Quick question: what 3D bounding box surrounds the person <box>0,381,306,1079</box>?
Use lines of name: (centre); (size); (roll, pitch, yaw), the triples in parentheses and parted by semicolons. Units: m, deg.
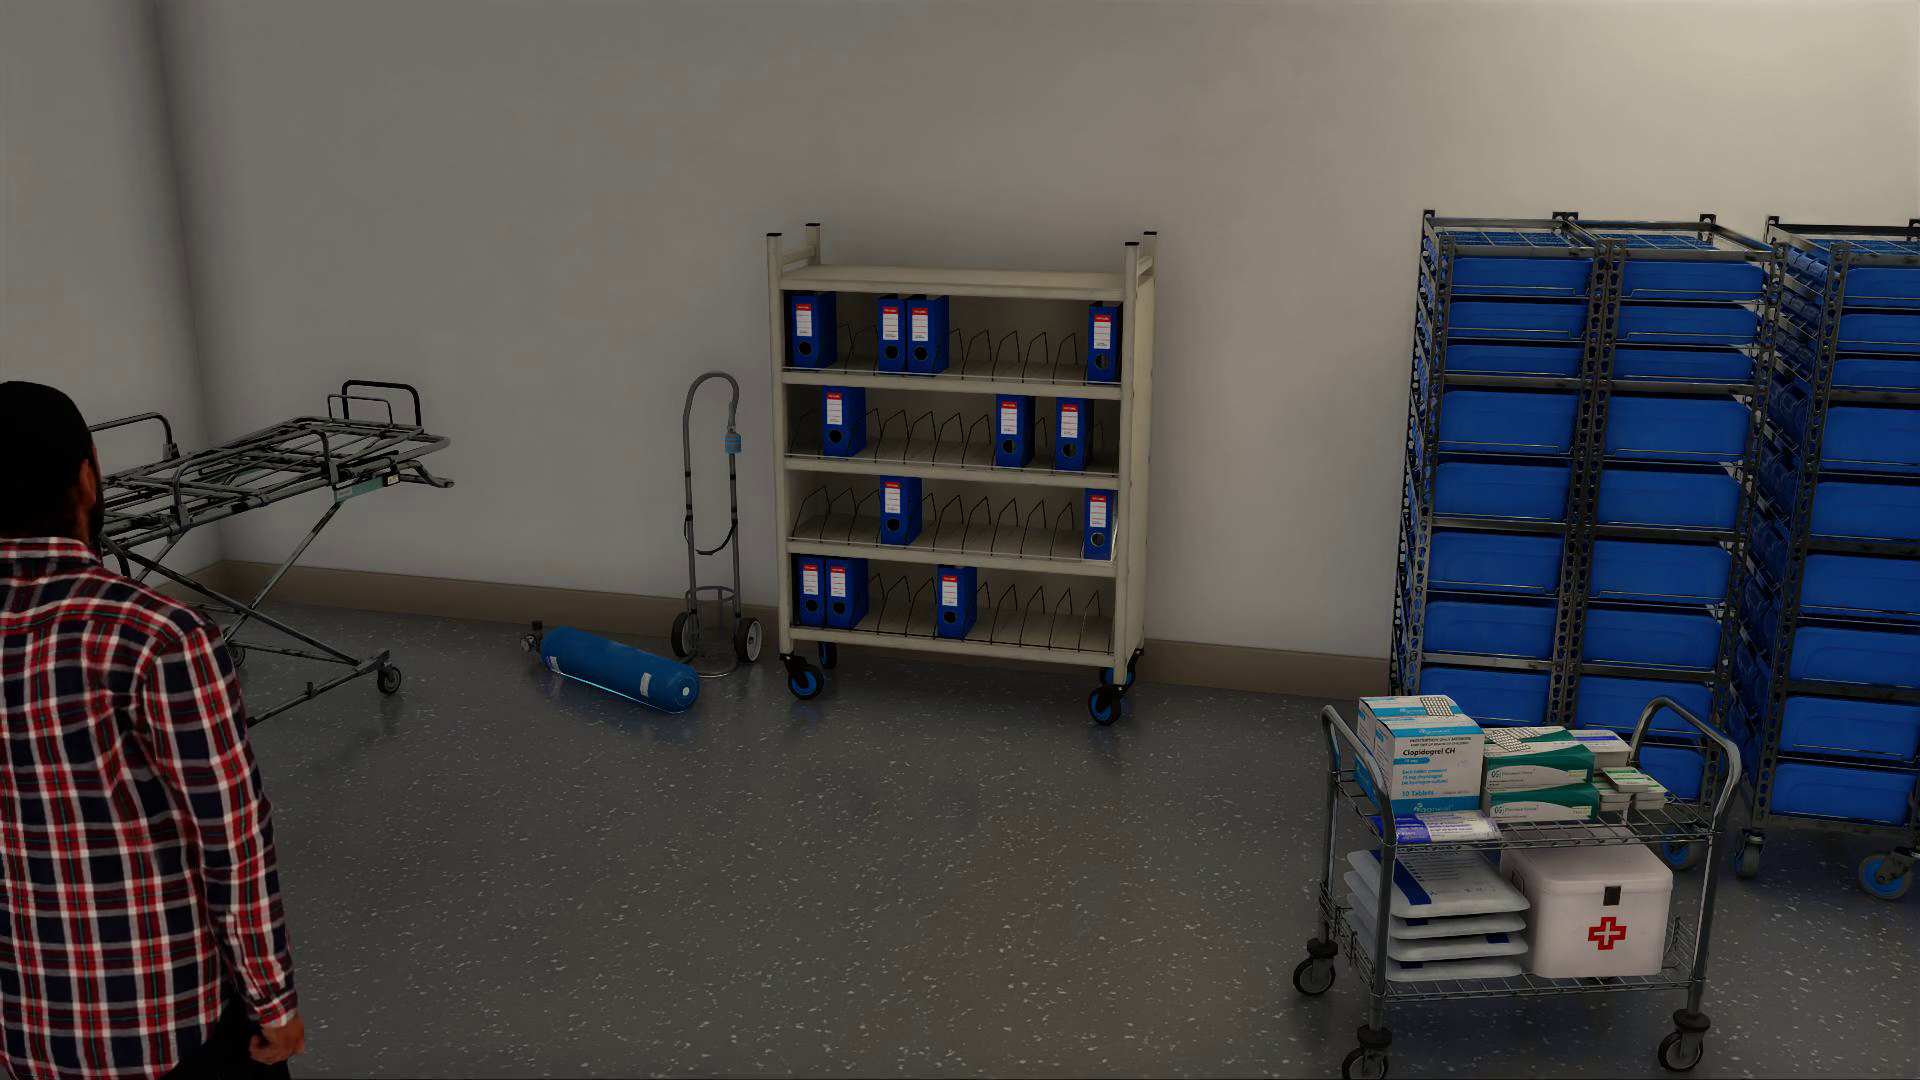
person: (-1.224, 0.644, 2.398); (0.748, 1.757, 0.660); (2, 16, 8)
